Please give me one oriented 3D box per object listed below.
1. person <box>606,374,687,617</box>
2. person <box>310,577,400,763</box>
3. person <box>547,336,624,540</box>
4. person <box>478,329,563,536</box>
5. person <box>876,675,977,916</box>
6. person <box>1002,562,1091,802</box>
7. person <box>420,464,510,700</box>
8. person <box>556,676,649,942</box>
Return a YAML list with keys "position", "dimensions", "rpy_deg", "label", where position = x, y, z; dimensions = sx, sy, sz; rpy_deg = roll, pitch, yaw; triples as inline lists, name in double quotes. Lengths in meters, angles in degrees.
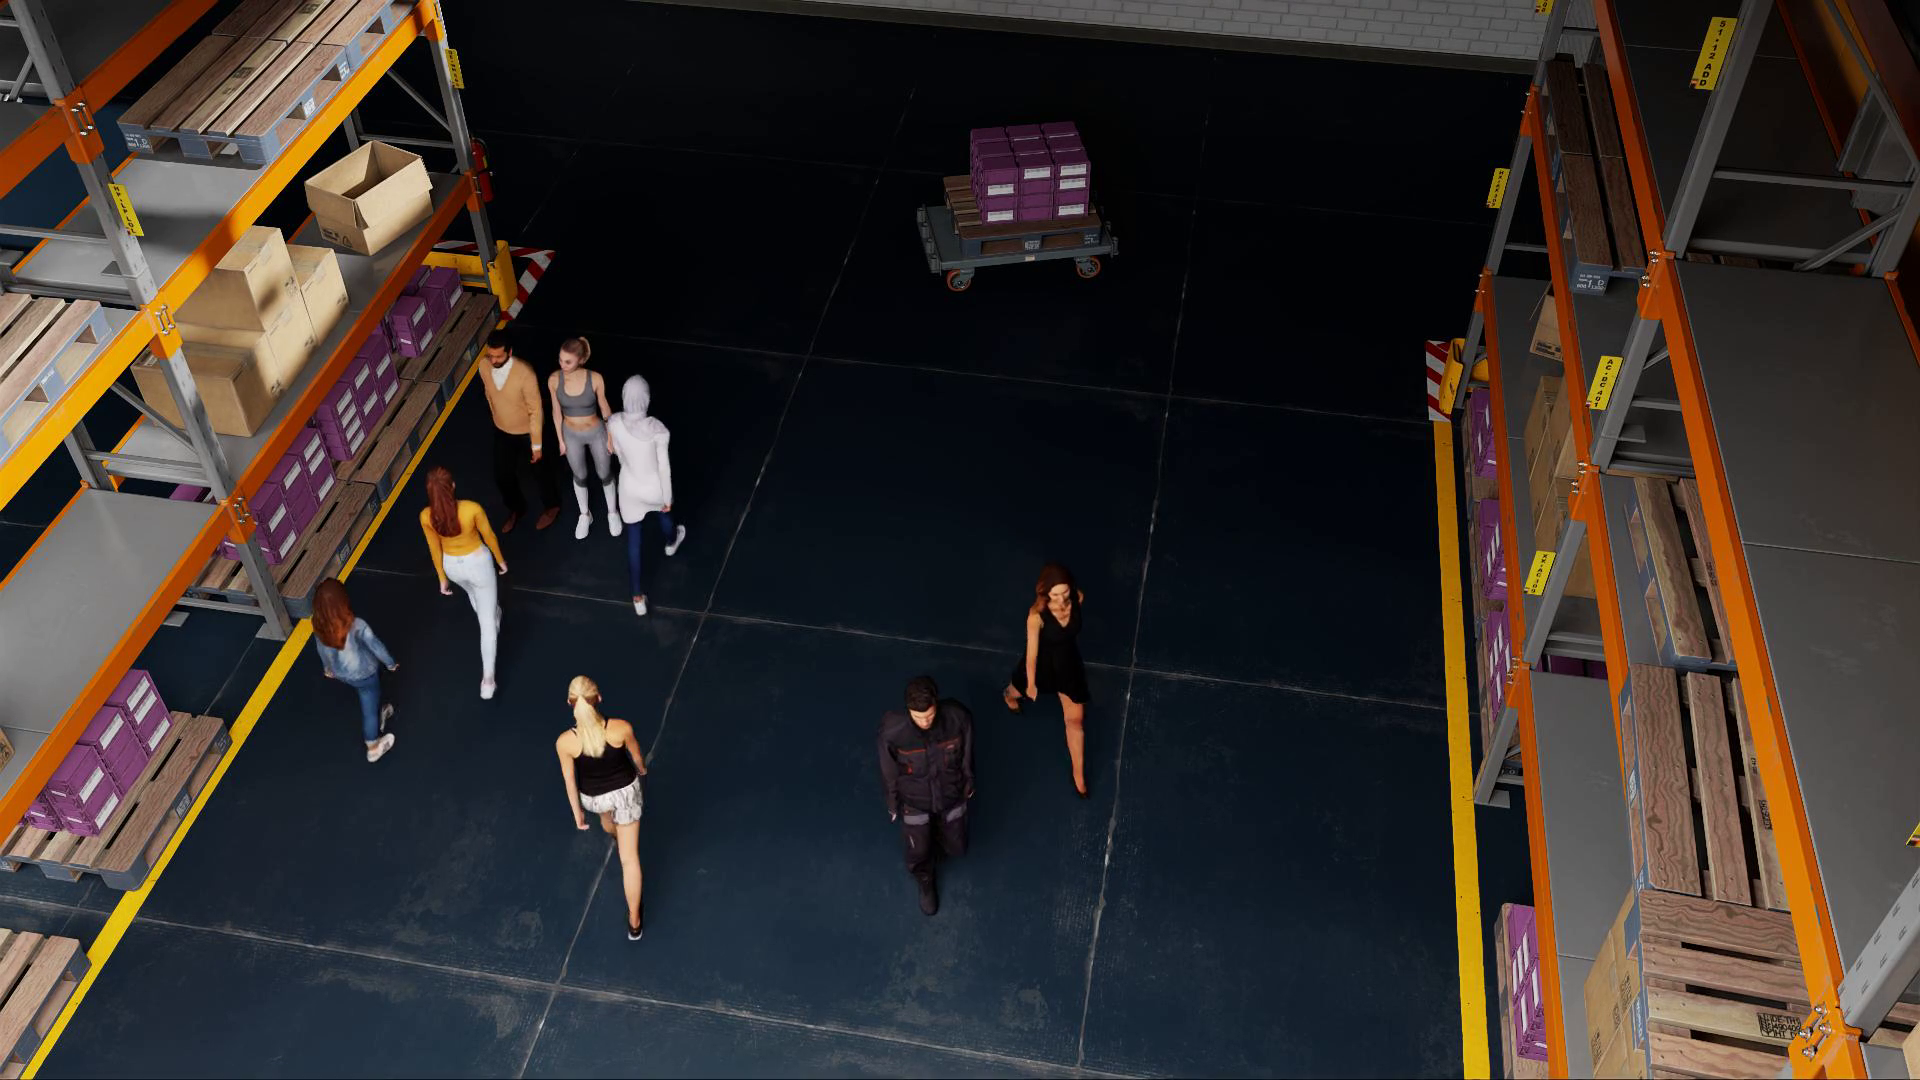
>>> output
- position: [-2.159, -0.272, 11.219]
  dimensions: [0.630, 1.731, 1.151]
  rpy_deg: [7, 44, 7]
  label: "person"
- position: [-3.761, 0.846, 10.241]
  dimensions: [0.620, 1.463, 0.692]
  rpy_deg: [12, 45, 12]
  label: "person"
- position: [-2.635, -0.735, 11.725]
  dimensions: [0.603, 1.705, 0.585]
  rpy_deg: [-3, 44, -3]
  label: "person"
- position: [-3.069, -0.824, 11.796]
  dimensions: [0.712, 1.736, 0.728]
  rpy_deg: [14, 45, 14]
  label: "person"
- position: [-0.198, 1.331, 9.394]
  dimensions: [0.875, 1.928, 0.931]
  rpy_deg: [-11, 45, -11]
  label: "person"
- position: [0.482, 0.742, 10.115]
  dimensions: [1.108, 1.787, 1.192]
  rpy_deg: [-26, 49, -25]
  label: "person"
- position: [-3.139, 0.259, 10.675]
  dimensions: [0.814, 1.715, 1.239]
  rpy_deg: [-4, 44, -4]
  label: "person"
- position: [-1.945, 1.504, 9.314]
  dimensions: [0.884, 1.789, 1.262]
  rpy_deg: [-7, 44, -7]
  label: "person"
